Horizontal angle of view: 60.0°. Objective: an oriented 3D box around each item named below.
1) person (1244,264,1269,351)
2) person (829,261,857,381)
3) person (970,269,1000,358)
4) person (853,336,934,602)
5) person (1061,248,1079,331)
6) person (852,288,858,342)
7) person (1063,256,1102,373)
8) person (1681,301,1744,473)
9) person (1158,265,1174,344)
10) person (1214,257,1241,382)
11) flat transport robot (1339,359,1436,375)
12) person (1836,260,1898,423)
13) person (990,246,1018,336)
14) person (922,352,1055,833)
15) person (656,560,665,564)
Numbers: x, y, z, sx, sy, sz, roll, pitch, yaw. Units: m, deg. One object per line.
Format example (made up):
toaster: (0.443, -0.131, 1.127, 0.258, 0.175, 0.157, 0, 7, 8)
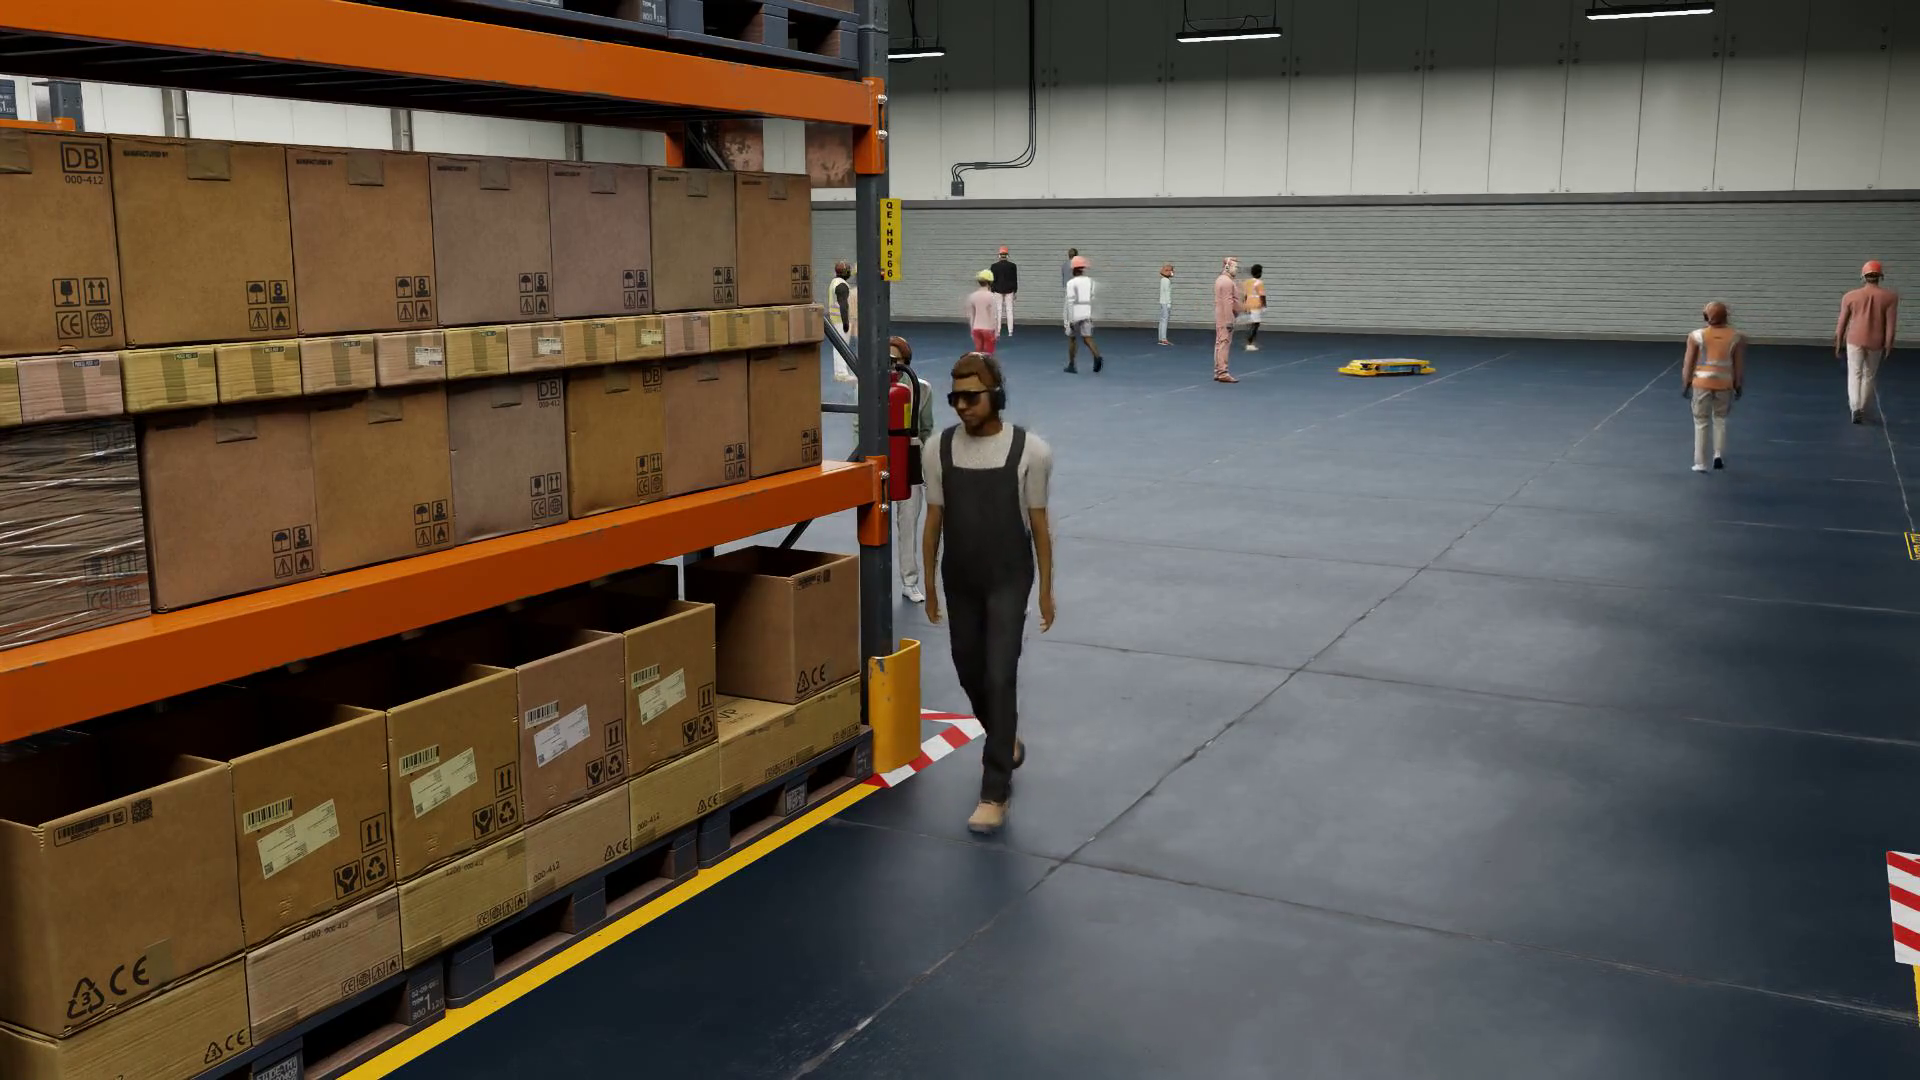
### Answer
person: (5.769, -4.497, 32.270, 0.593, 1.679, 0.546, -4, 11, -20)
person: (-1.795, -3.371, 25.667, 0.429, 1.842, 0.635, -2, 11, -13)
person: (0.331, -3.052, 24.195, 0.525, 1.753, 0.466, 10, 14, 42)
person: (-0.400, -0.419, 10.133, 0.523, 1.636, 0.311, -3, 11, -18)
person: (2.632, -5.860, 38.977, 0.372, 1.940, 0.630, -8, 13, -37)
person: (-1.154, -2.606, 21.281, 0.402, 1.914, 0.622, -7, 12, -34)
person: (1.988, -3.641, 26.960, 0.558, 1.916, 0.778, -6, 12, -30)
person: (7.112, -1.446, 15.754, 0.547, 1.621, 0.379, 2, 11, 10)
person: (4.259, -4.847, 34.287, 0.271, 1.632, 0.509, -1, 10, -7)
person: (4.103, -3.369, 25.500, 0.403, 1.904, 0.637, 0, 10, -1)
flat transport robot: (6.914, -2.805, 26.867, 1.431, 0.197, 0.652, -5, 11, -24)
person: (10.861, -2.374, 19.956, 0.613, 1.960, 0.964, 5, 12, 26)
person: (0.975, -5.527, 37.005, 0.612, 1.996, 0.376, -1, 10, -3)
person: (0.120, 0.155, 6.556, 0.531, 1.810, 0.861, 3, 11, 14)
person: (-1.727, -0.211, 8.555, 0.952, 1.792, 0.659, 6, 12, 28)
